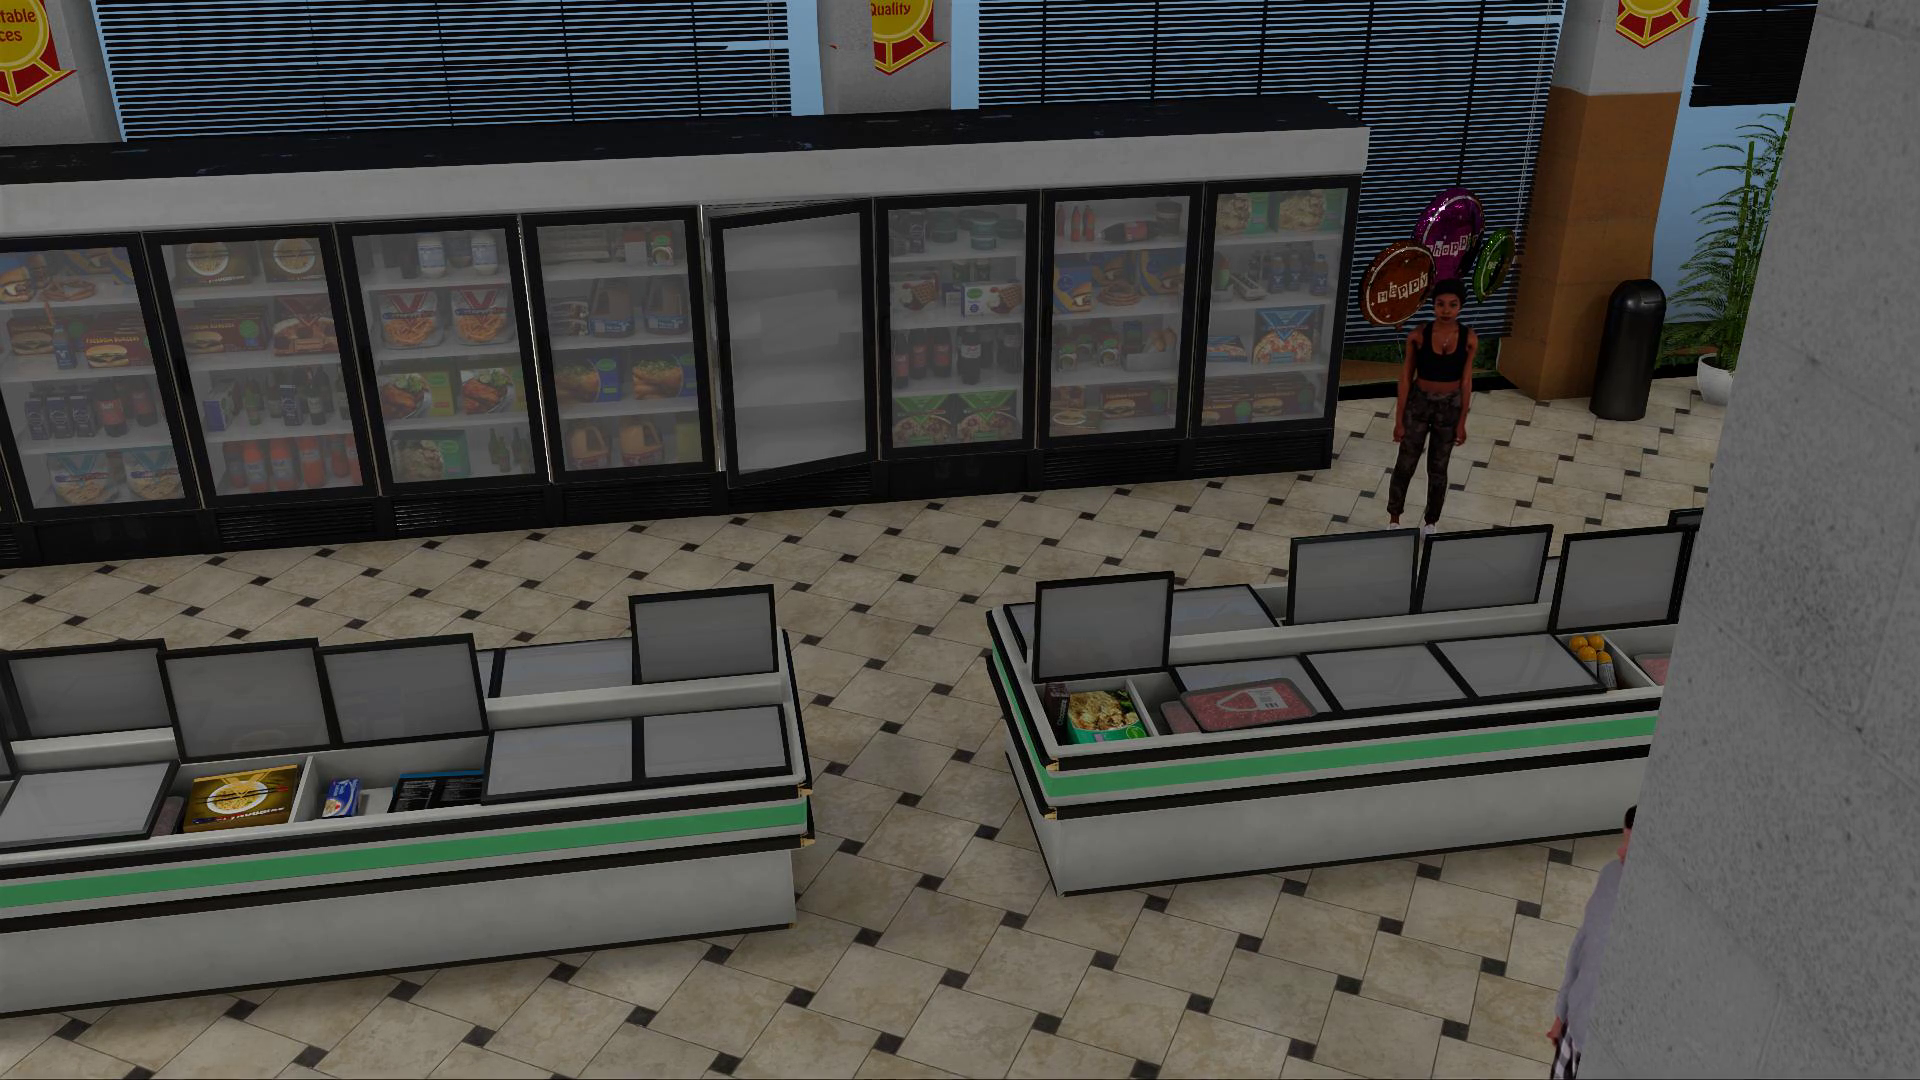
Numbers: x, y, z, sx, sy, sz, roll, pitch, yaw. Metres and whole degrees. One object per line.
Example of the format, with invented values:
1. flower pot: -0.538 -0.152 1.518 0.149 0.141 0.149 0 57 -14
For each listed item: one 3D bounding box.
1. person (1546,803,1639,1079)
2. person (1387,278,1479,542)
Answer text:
1. person: 2.029 1.566 5.130 0.572 1.847 0.657 -9 28 -16
2. person: 2.794 -0.738 9.837 0.563 1.699 0.703 5 27 9
